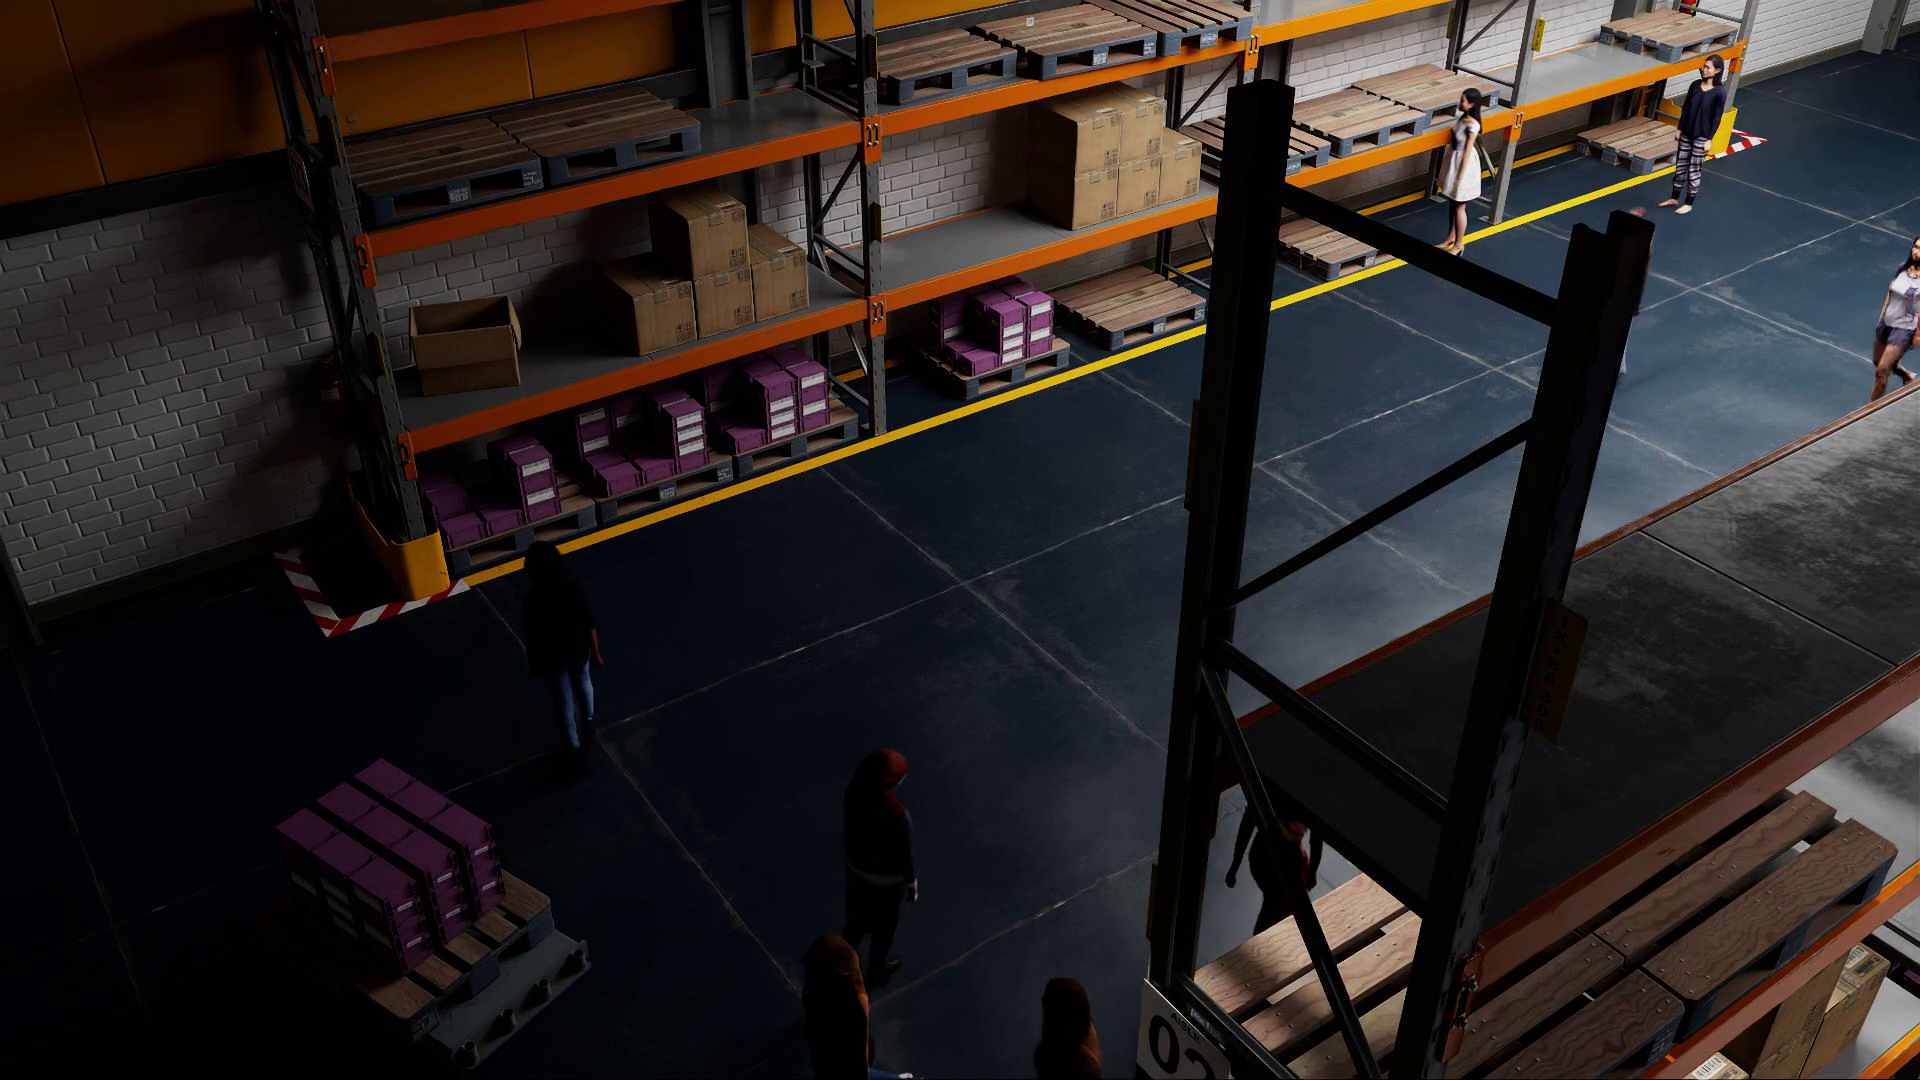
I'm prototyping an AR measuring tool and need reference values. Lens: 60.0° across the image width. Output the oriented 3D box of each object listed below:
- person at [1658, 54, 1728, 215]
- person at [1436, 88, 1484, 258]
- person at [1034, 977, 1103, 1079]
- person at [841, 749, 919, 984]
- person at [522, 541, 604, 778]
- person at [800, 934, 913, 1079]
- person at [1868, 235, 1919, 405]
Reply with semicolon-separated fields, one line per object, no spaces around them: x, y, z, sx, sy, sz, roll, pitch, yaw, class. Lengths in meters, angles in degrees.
7.992;-4.406;18.026;0.528;1.734;0.619;-18;38;-25;person
5.112;-3.744;16.999;0.819;1.769;0.783;0;34;0;person
0.529;2.619;7.487;0.816;1.701;0.788;0;34;1;person
-0.477;1.816;8.654;0.793;1.746;0.943;19;38;26;person
-2.424;0.777;10.277;0.634;1.681;0.700;-16;37;-23;person
-0.506;2.372;7.874;0.957;1.683;0.606;-19;38;-26;person
8.082;-1.819;14.176;1.034;1.686;0.789;-10;35;-14;person
